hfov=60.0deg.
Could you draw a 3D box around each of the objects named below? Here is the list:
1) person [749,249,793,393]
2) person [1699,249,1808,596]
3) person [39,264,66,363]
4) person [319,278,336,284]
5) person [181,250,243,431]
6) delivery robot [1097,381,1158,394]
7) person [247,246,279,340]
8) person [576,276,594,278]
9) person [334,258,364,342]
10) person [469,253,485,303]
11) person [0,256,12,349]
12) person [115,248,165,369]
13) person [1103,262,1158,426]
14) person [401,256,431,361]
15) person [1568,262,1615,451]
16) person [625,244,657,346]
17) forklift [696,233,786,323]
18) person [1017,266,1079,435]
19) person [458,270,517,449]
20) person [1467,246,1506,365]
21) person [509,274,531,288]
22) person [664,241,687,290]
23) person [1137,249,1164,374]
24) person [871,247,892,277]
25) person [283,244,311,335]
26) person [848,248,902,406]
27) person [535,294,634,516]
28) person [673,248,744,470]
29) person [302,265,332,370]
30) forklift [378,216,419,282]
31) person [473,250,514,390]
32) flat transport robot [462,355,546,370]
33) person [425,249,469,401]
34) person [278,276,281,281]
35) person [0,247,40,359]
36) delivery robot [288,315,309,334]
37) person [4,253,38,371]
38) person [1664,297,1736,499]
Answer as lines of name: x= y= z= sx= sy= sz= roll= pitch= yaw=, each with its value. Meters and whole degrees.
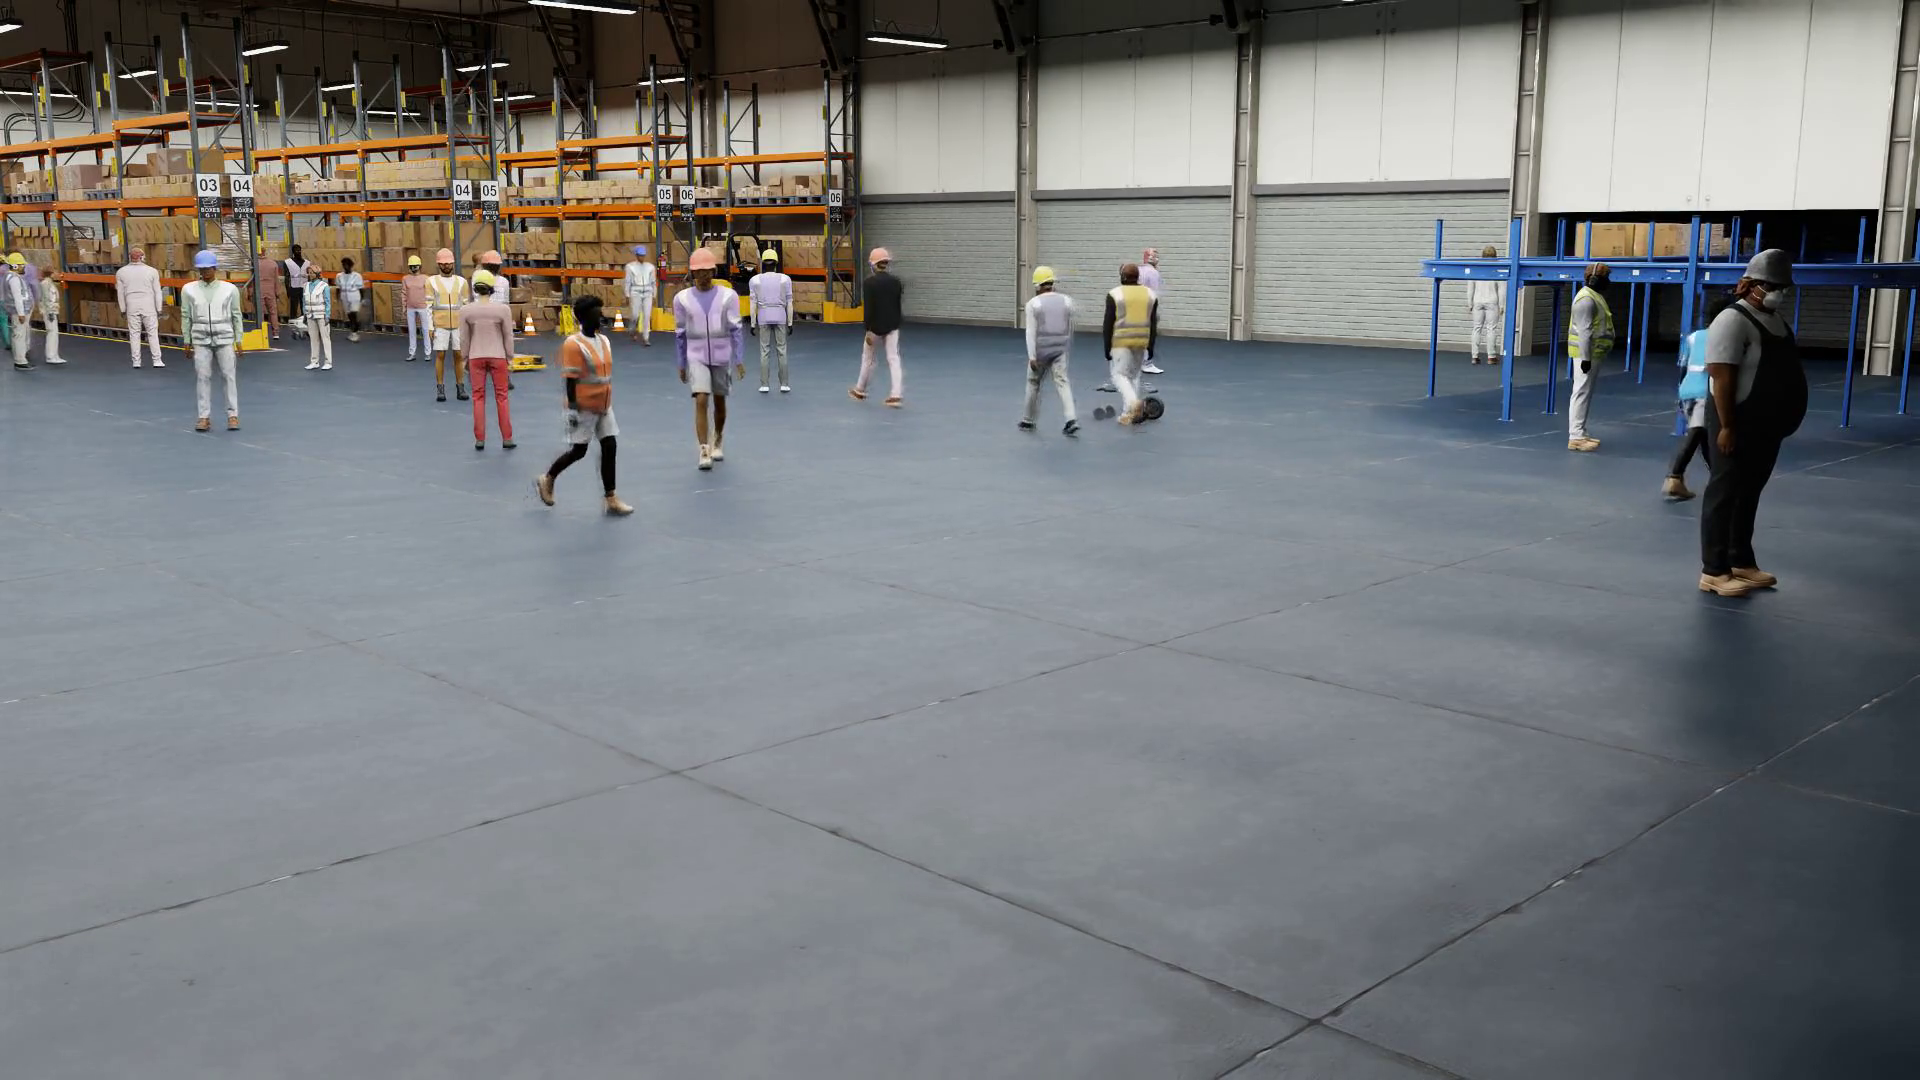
person: x=-2.546 y=-2.952 z=22.461 sx=0.586 sy=1.917 sz=0.380 roll=-2 pitch=11 yaw=-8
person: x=4.735 y=-0.687 z=9.889 sx=0.673 sy=2.000 sz=0.536 roll=-9 pitch=14 yaw=-39
person: x=-15.020 y=-3.731 z=27.489 sx=0.349 sy=1.630 sz=0.532 roll=-4 pitch=11 yaw=-20
person: x=-17.808 y=-7.492 z=46.870 sx=0.605 sy=2.045 sz=0.377 roll=-6 pitch=12 yaw=-28
person: x=-8.132 y=-2.168 z=18.103 sx=0.615 sy=1.945 sz=0.404 roll=-3 pitch=11 yaw=-17
delivery robot: x=1.933 y=-1.822 z=19.172 sx=0.698 sy=0.223 sz=0.335 roll=6 pitch=12 yaw=30
person: x=-14.135 y=-5.011 z=33.718 sx=0.642 sy=1.909 sz=0.399 roll=-8 pitch=13 yaw=-38
person: x=-9.557 y=-6.603 z=42.718 sx=0.635 sy=1.808 sz=0.940 roll=-9 pitch=13 yaw=-39
person: x=-12.125 y=-4.742 z=32.933 sx=0.542 sy=1.657 sz=0.858 roll=2 pitch=11 yaw=9
person: x=-7.879 y=-3.768 z=27.215 sx=0.367 sy=1.811 sz=0.646 roll=-5 pitch=12 yaw=-25
person: x=-17.771 y=-4.444 z=31.118 sx=0.526 sy=1.719 sz=0.897 roll=-3 pitch=11 yaw=-14
person: x=-13.092 y=-3.704 z=26.591 sx=0.642 sy=1.909 sz=0.399 roll=-3 pitch=11 yaw=-16
person: x=1.896 y=-2.156 z=18.409 sx=0.633 sy=1.825 sz=0.718 roll=-4 pitch=11 yaw=-20
person: x=-9.175 y=-3.912 z=28.110 sx=0.525 sy=1.769 sz=0.308 roll=0 pitch=10 yaw=0
person: x=6.268 y=-1.826 z=16.531 sx=0.429 sy=1.841 sz=0.634 roll=5 pitch=12 yaw=26
person: x=-6.139 y=-4.712 z=32.009 sx=0.628 sy=1.933 sz=0.550 roll=-5 pitch=12 yaw=-25
forklift: x=-5.496 y=-6.489 z=41.108 sx=2.313 sy=2.155 sz=1.214 roll=-10 pitch=14 yaw=-44
person: x=0.966 y=-2.027 z=17.782 sx=0.597 sy=1.792 sz=0.927 roll=-5 pitch=12 yaw=-26
person: x=-4.696 y=-1.790 z=16.538 sx=0.526 sy=1.769 sz=0.328 roll=-1 pitch=10 yaw=-7
person: x=8.683 y=-3.879 z=27.459 sx=0.629 sy=1.939 sz=0.374 roll=8 pitch=13 yaw=36
person: x=-12.465 y=-7.388 z=46.860 sx=0.943 sy=1.835 sz=0.611 roll=9 pitch=14 yaw=40
person: x=-6.809 y=-6.158 z=39.829 sx=0.652 sy=1.951 sz=0.958 roll=-10 pitch=14 yaw=-43
person: x=2.916 y=-3.531 z=25.658 sx=0.399 sy=1.904 sz=0.644 roll=-5 pitch=11 yaw=-24
person: x=-1.827 y=-5.895 z=38.700 sx=0.564 sy=1.848 sz=0.388 roll=-8 pitch=13 yaw=-39
person: x=-14.157 y=-5.360 z=35.599 sx=0.392 sy=1.916 sz=0.591 roll=9 pitch=14 yaw=40
person: x=-1.016 y=-2.661 z=20.808 sx=0.643 sy=1.936 sz=1.025 roll=-8 pitch=13 yaw=-37
person: x=-2.877 y=-1.028 z=12.646 sx=0.721 sy=1.677 sz=0.538 roll=4 pitch=11 yaw=23
person: x=-2.320 y=-1.692 z=15.368 sx=0.616 sy=2.003 sz=1.018 roll=-2 pitch=11 yaw=-9
person: x=-10.154 y=-3.512 z=26.274 sx=0.514 sy=1.641 sz=0.307 roll=4 pitch=11 yaw=19
forklift: x=-17.868 y=-9.201 z=54.028 sx=1.873 sy=2.768 sz=1.129 roll=-10 pitch=14 yaw=-44
person: x=-6.519 y=-3.069 z=23.129 sx=0.550 sy=1.914 sz=0.875 roll=-9 pitch=14 yaw=-40
flat transport robot: x=-7.289 y=-2.842 z=26.473 sx=1.431 sy=0.197 sz=0.652 roll=9 pitch=14 yaw=40
person: x=-6.583 y=-2.772 z=21.423 sx=0.545 sy=1.938 sz=0.361 roll=-6 pitch=12 yaw=-29
person: x=-19.201 y=-7.318 z=46.399 sx=0.456 sy=1.869 sz=0.615 roll=3 pitch=11 yaw=15
person: x=-16.122 y=-4.036 z=28.407 sx=0.669 sy=1.899 sz=0.899 roll=-2 pitch=11 yaw=-10
delivery robot: x=-13.381 y=-4.428 z=34.087 sx=0.477 sy=0.478 sz=0.707 roll=8 pitch=13 yaw=37
person: x=-14.836 y=-3.604 z=26.247 sx=0.403 sy=1.831 sz=0.597 roll=-7 pitch=13 yaw=-35
person: x=6.116 y=-1.169 z=13.591 sx=1.014 sy=1.599 sz=0.544 roll=-5 pitch=11 yaw=-25
